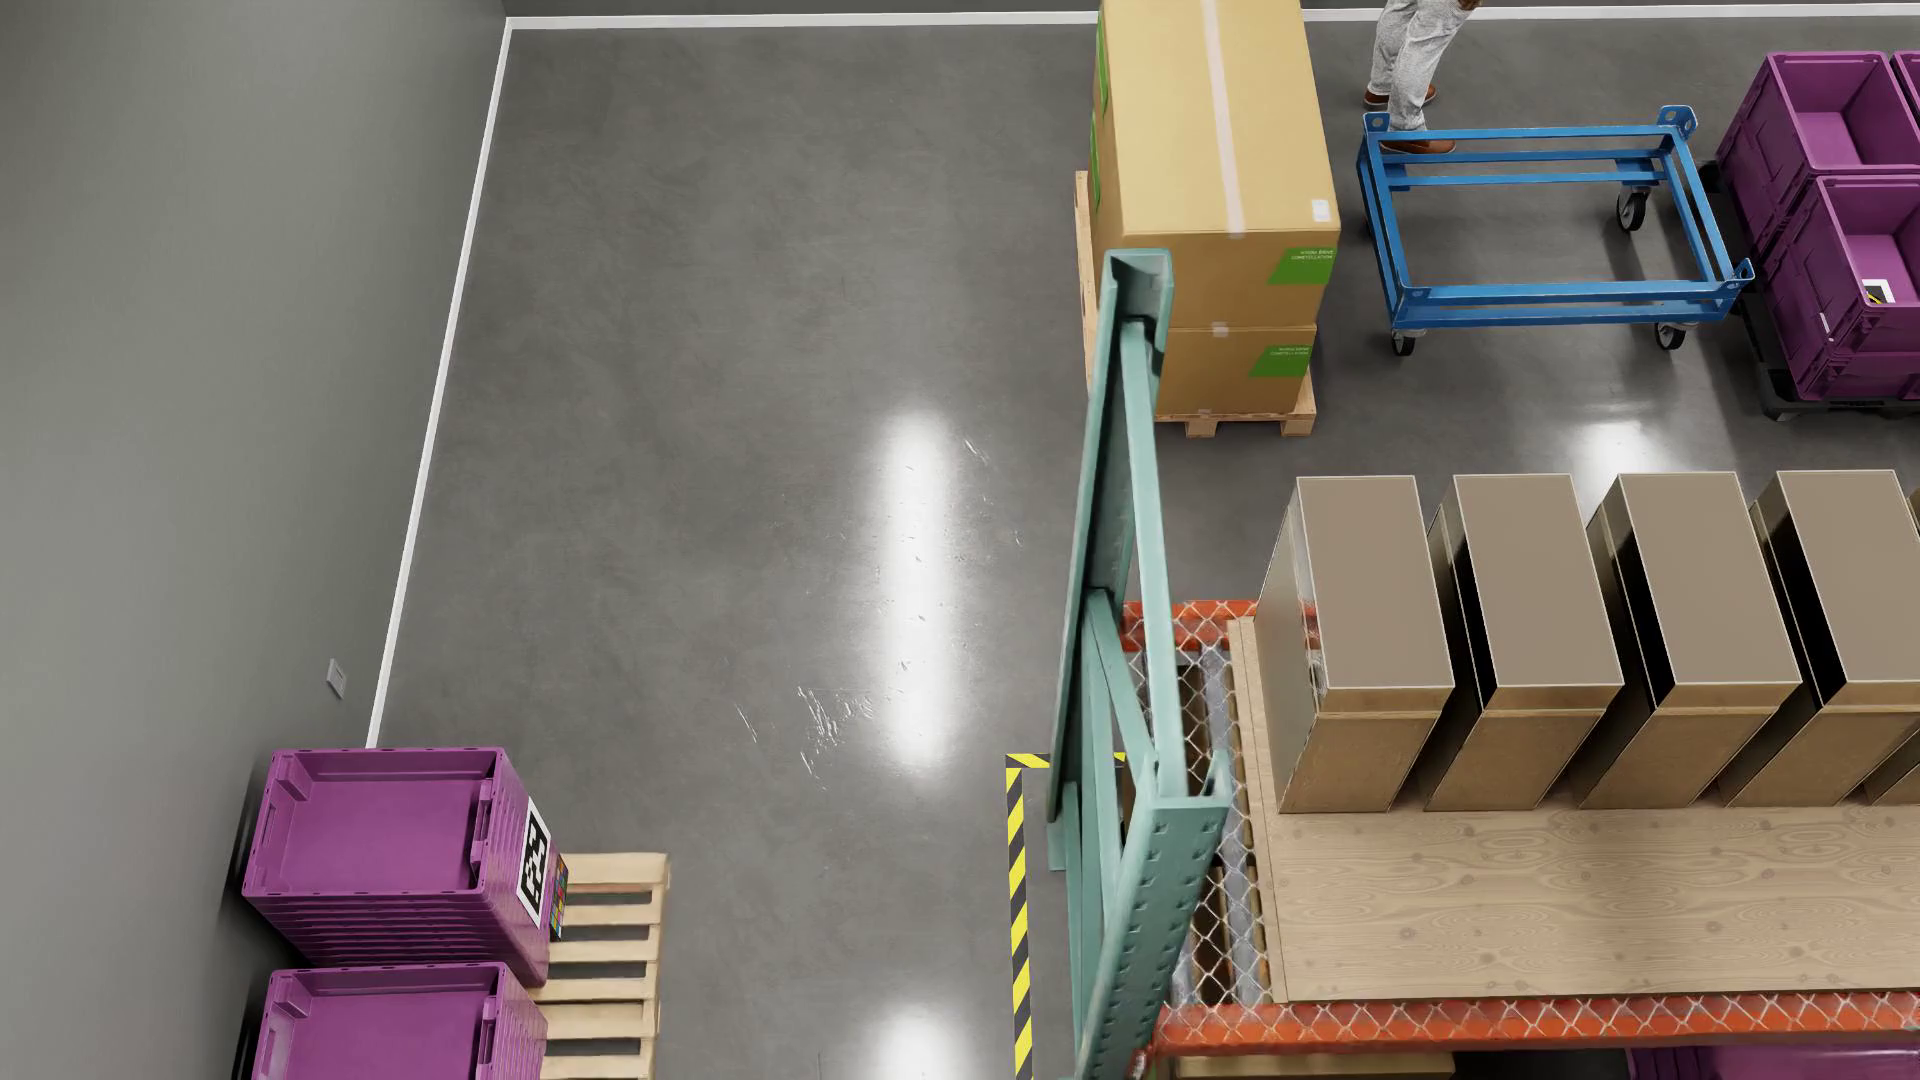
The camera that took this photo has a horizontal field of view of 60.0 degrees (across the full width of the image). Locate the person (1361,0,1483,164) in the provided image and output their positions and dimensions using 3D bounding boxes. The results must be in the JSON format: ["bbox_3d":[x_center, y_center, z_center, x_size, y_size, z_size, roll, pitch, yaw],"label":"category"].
[{"bbox_3d":[1.819,-2.238,6.075,0.372,1.940,0.632,-3,58,-2],"label":"person"}]
